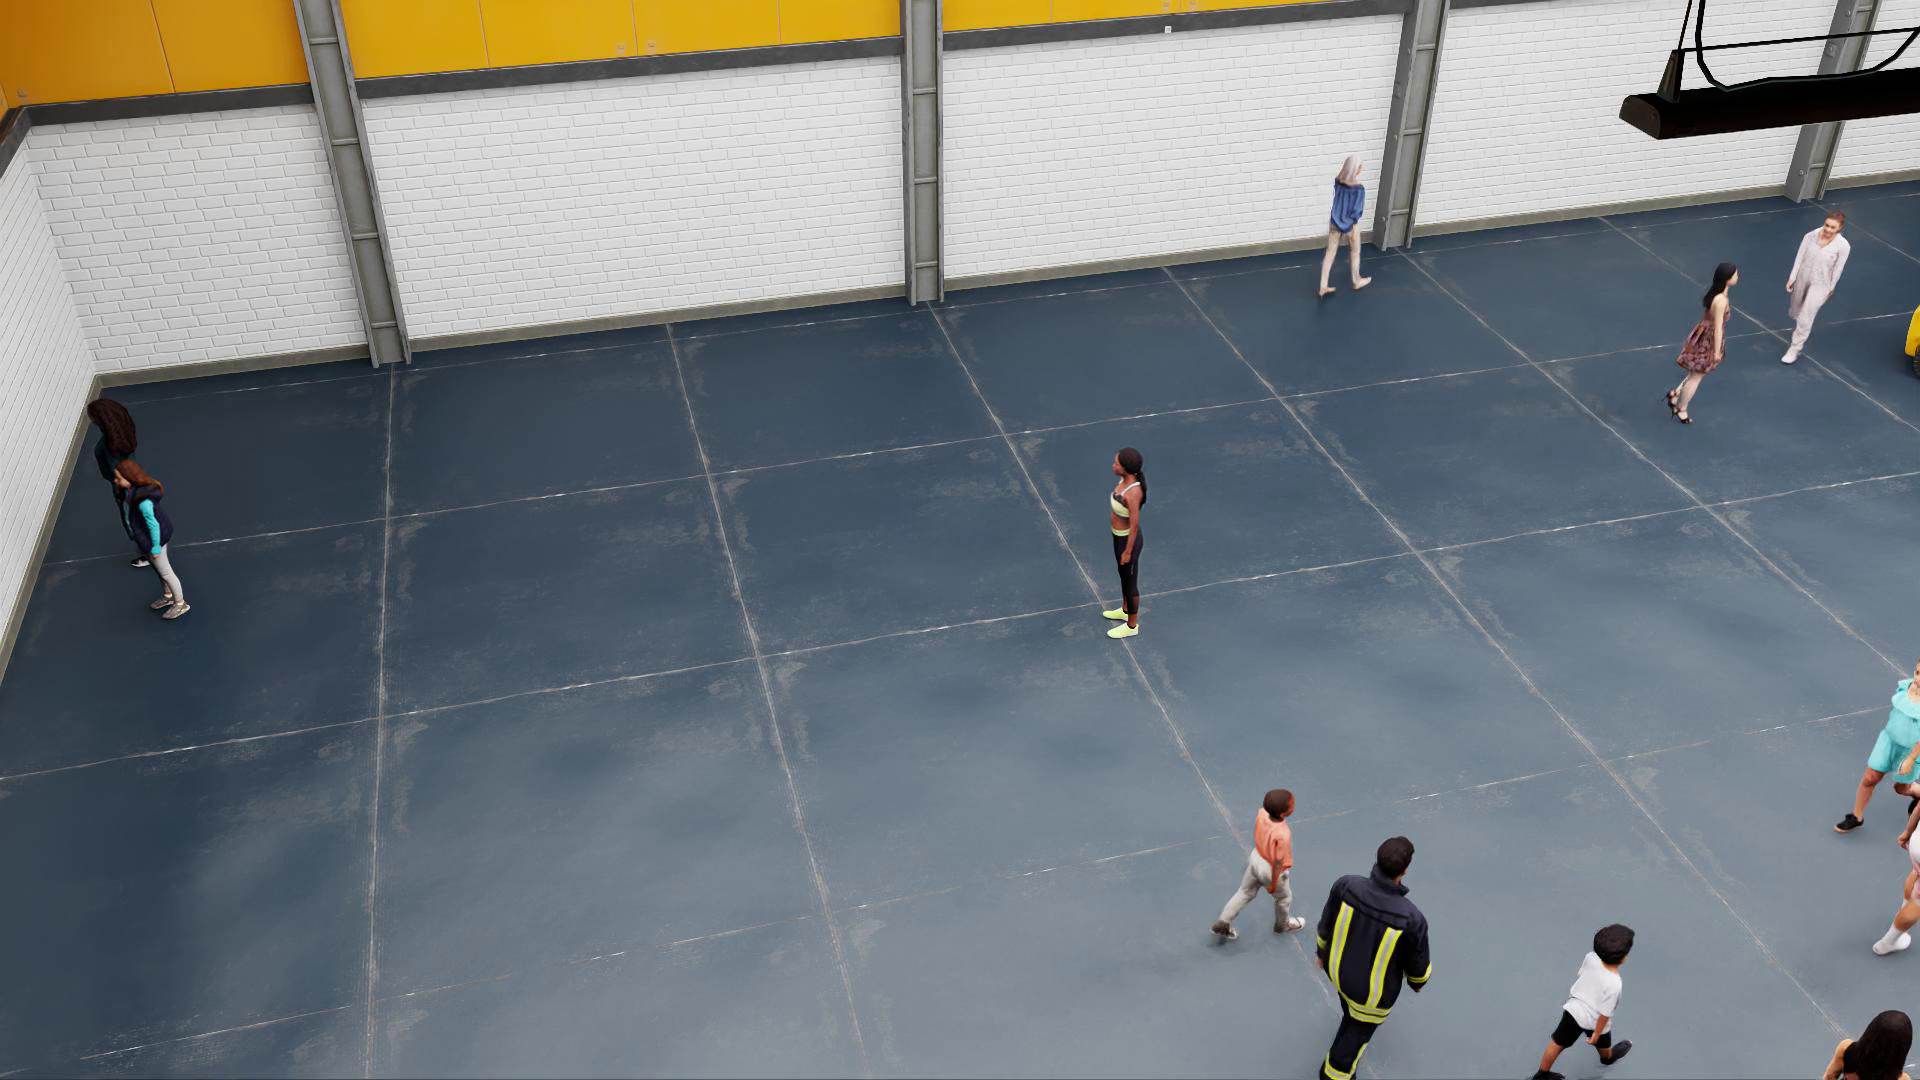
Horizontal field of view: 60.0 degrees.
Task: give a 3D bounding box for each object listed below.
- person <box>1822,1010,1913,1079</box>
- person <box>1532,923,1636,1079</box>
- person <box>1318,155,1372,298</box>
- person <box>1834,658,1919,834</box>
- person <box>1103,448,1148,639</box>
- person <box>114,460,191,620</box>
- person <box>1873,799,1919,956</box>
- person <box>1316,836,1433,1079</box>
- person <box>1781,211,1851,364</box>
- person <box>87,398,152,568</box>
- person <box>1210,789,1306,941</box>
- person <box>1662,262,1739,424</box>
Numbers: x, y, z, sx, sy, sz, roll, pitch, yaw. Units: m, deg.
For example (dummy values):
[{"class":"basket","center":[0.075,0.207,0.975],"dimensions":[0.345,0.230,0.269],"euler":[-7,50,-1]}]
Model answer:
[{"class":"person","center":[4.751,3.179,8.947],"dimensions":[0.737,1.640,0.698],"euler":[-25,41,-32]},{"class":"person","center":[3.684,2.819,9.873],"dimensions":[0.921,1.216,0.566],"euler":[-12,35,-17]},{"class":"person","center":[4.343,-3.570,19.071],"dimensions":[1.022,1.675,0.829],"euler":[-22,39,-29]},{"class":"person","center":[6.677,1.434,11.664],"dimensions":[1.009,1.539,0.631],"euler":[-12,35,-17]},{"class":"person","center":[1.377,0.012,13.610],"dimensions":[0.577,1.753,0.607],"euler":[-1,34,-2]},{"class":"person","center":[-6.761,-0.026,13.897],"dimensions":[0.707,1.500,0.672],"euler":[-28,43,-35]},{"class":"person","center":[6.191,2.001,10.609],"dimensions":[0.894,1.764,0.757],"euler":[-16,37,-23]},{"class":"person","center":[2.310,2.555,9.667],"dimensions":[1.184,1.884,1.309],"euler":[25,41,32]},{"class":"person","center":[9.194,-2.777,17.888],"dimensions":[1.137,1.662,0.934],"euler":[-27,42,-34]},{"class":"person","center":[-7.274,-0.515,14.527],"dimensions":[0.637,1.616,0.633],"euler":[-3,34,-5]},{"class":"person","center":[1.950,2.127,10.838],"dimensions":[0.922,1.299,0.575],"euler":[-14,36,-20]},{"class":"person","center":[7.326,-1.933,16.529],"dimensions":[0.863,1.762,0.795],"euler":[7,34,11]}]
